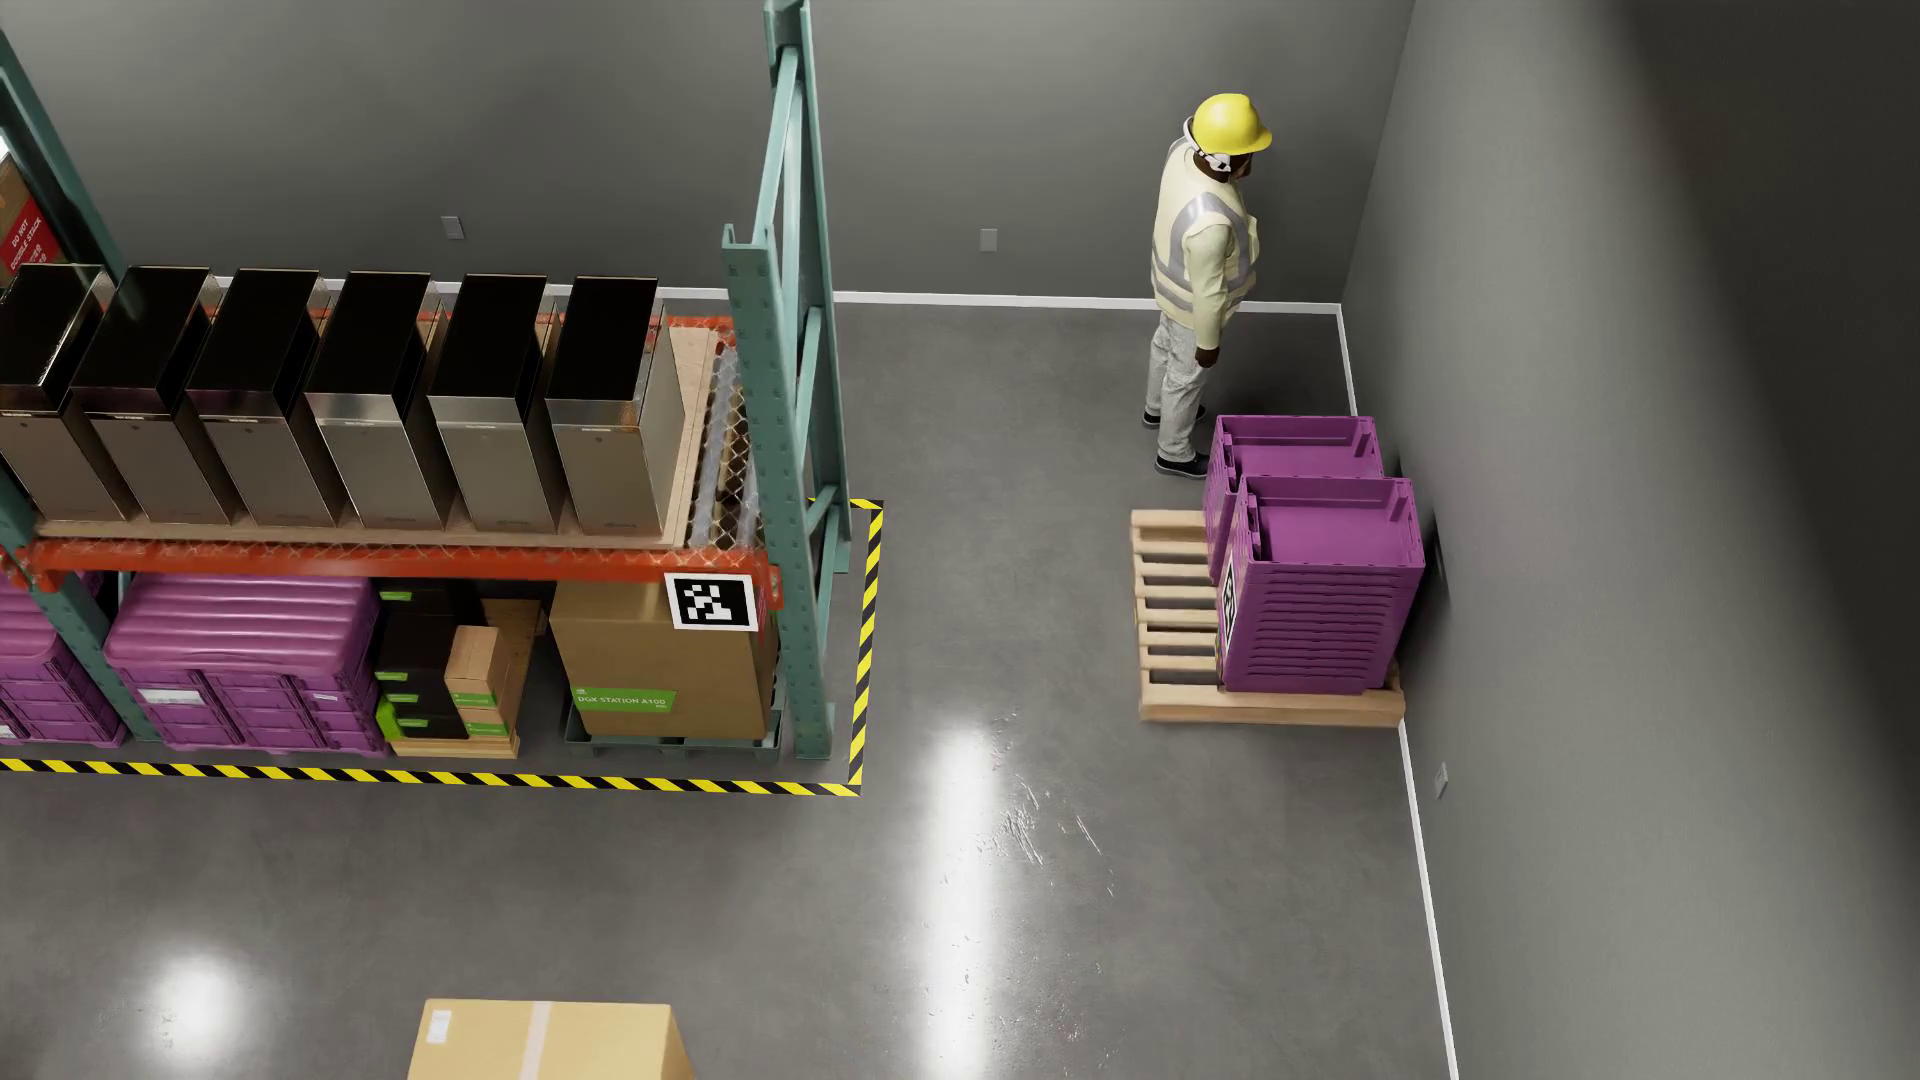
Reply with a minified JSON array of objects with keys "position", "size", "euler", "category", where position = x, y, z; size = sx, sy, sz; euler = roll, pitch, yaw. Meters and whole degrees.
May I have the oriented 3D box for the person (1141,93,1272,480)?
[{"position":[0.944,-0.984,6.533],"size":[0.404,1.831,0.600],"euler":[-4,52,-3],"category":"person"}]
